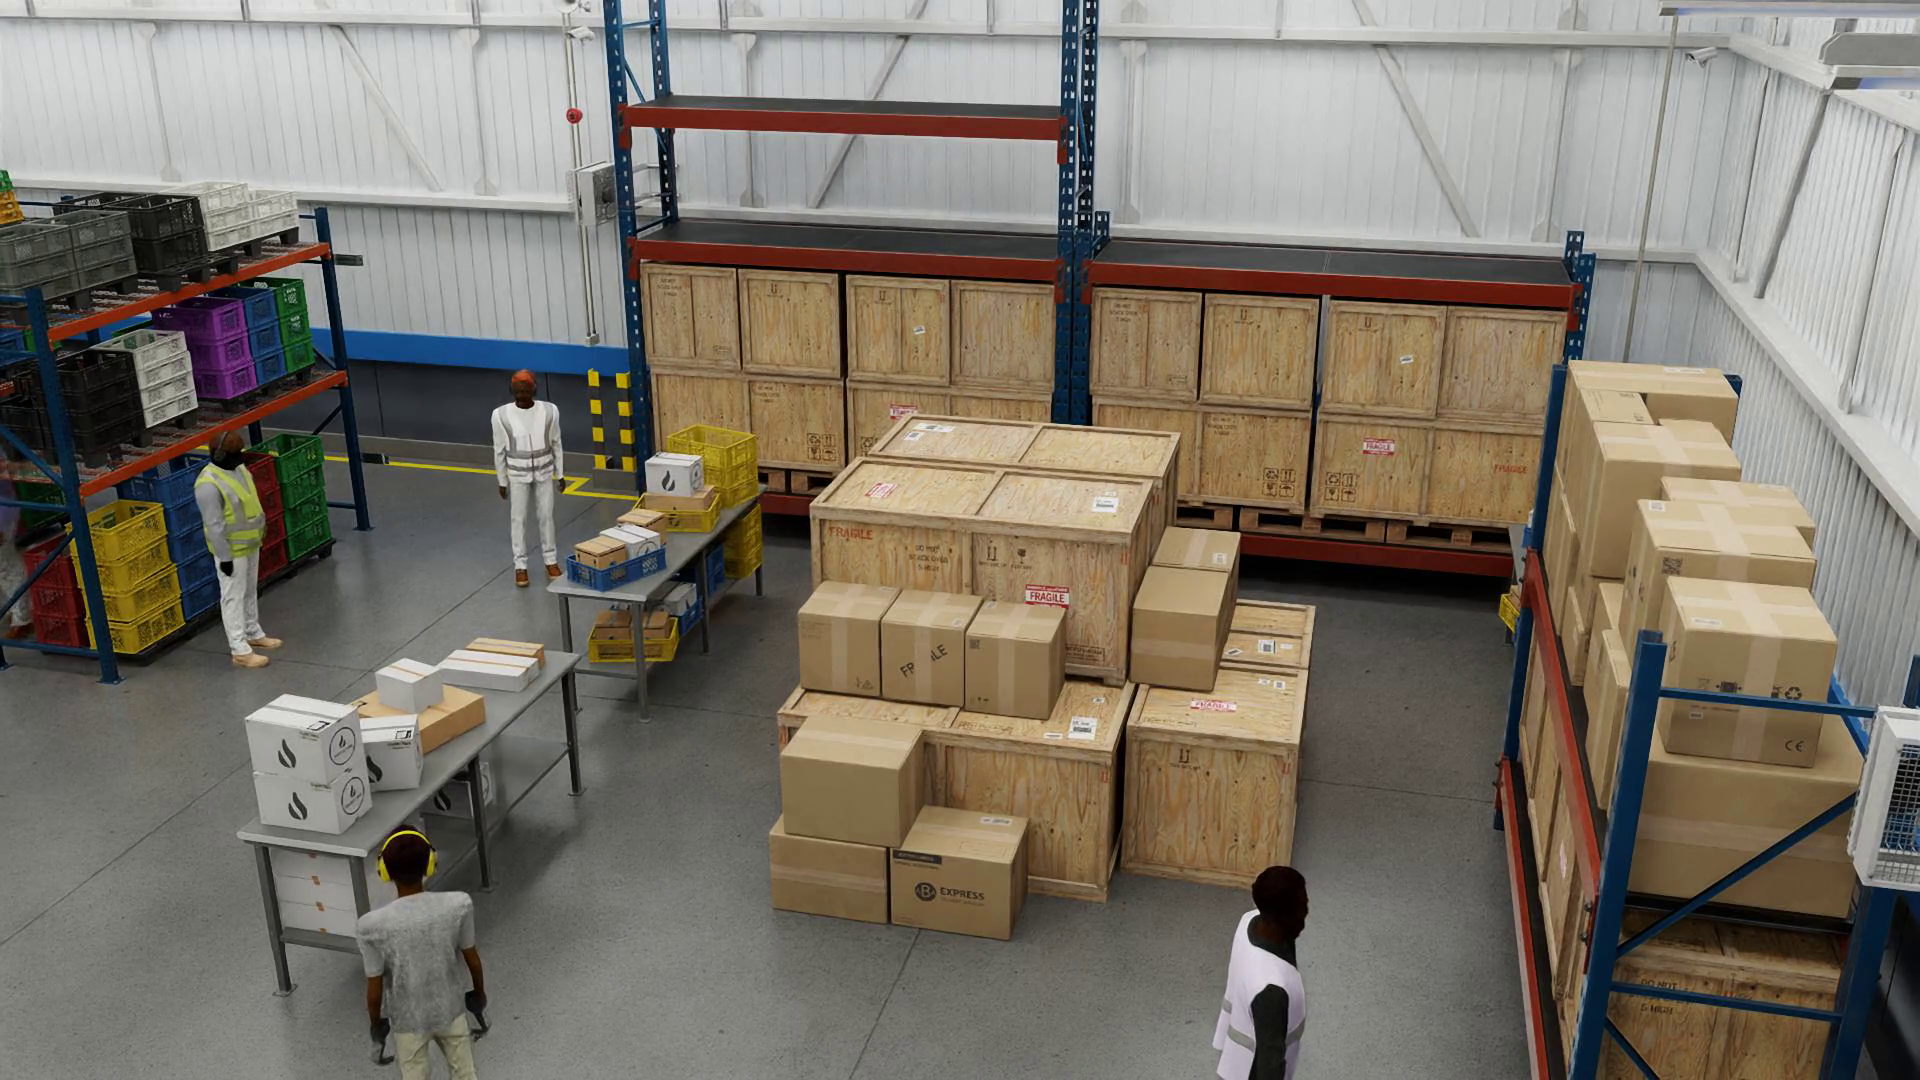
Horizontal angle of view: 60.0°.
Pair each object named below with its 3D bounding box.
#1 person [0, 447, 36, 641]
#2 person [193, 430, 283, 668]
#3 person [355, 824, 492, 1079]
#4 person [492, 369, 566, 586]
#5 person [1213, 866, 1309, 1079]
[{"bbox_3d":[-7.572,-0.139,13.133,0.379,1.898,0.703,-14,25,-32],"label":"person"},{"bbox_3d":[-5.506,0.051,12.698,0.429,1.839,0.619,0,21,0],"label":"person"},{"bbox_3d":[-2.333,2.099,7.295,0.535,1.868,0.309,-11,24,-27],"label":"person"},{"bbox_3d":[-3.656,-0.541,14.184,0.574,1.881,0.357,-9,23,-23],"label":"person"},{"bbox_3d":[1.255,2.206,6.942,0.386,1.921,0.595,0,21,1],"label":"person"}]
